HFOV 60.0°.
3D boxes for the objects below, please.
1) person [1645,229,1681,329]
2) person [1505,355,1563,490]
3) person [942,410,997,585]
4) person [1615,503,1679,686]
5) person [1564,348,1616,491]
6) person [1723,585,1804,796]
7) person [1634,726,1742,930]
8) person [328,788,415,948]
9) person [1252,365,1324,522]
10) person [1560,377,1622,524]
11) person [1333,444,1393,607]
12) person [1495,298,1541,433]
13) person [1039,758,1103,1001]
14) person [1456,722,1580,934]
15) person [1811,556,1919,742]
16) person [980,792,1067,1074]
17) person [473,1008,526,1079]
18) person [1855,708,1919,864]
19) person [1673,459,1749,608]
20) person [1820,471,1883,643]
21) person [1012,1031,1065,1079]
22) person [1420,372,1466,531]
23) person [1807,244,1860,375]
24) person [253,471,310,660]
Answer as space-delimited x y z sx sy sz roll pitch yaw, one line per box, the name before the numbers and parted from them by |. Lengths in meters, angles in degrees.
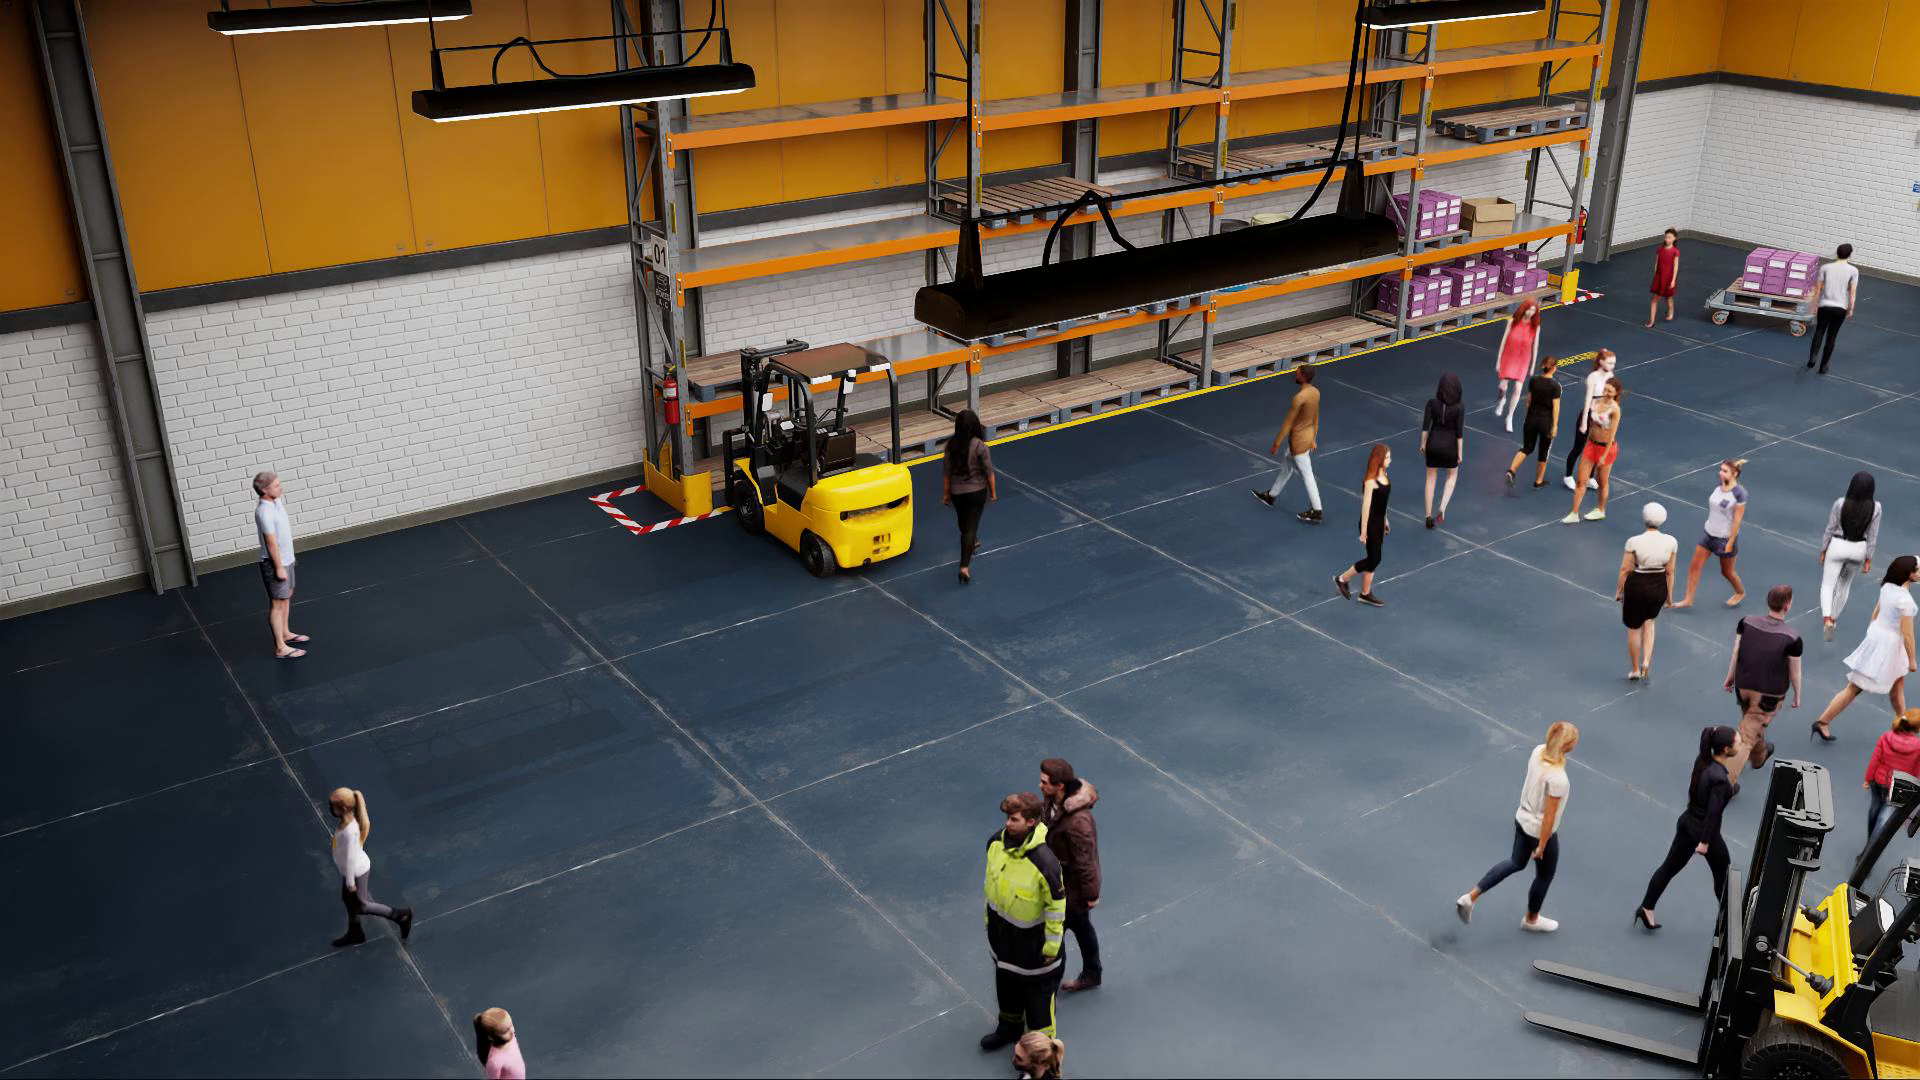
person | 11.008 -4.089 25.903 0.724 1.524 1.059 17 29 34
person | 6.751 -1.349 19.471 0.913 1.656 0.610 -17 29 -34
person | 0.040 -0.397 17.124 1.076 1.791 1.245 9 25 20
person | 6.212 0.543 15.045 0.805 1.734 0.870 4 24 9
person | 7.402 -1.426 19.551 0.655 1.734 0.698 -9 25 -19
person | 6.363 1.247 13.370 1.179 1.786 0.730 -14 27 -29
person | 5.105 2.068 11.654 1.120 1.657 0.994 1 24 2
person | -4.165 2.297 11.618 0.826 1.264 0.585 -10 25 -21
person | 3.907 -1.047 18.639 1.006 1.769 1.176 14 27 29
person | 7.176 -1.003 18.562 0.910 1.751 0.671 -7 25 -16
person | 4.061 -0.163 16.683 0.791 1.716 0.784 14 27 30
person | 7.147 -2.282 21.429 0.882 1.797 0.951 7 24 15
person | 0.823 2.255 11.031 1.004 1.812 0.932 -7 25 -16
person | 3.919 2.034 11.577 1.112 1.781 0.903 -5 24 -10
person | 7.667 0.985 14.008 1.251 1.755 1.158 3 24 7
person | 0.408 2.429 10.422 0.698 1.981 0.810 -21 31 -40
person | -2.649 3.203 9.546 0.789 1.264 0.715 3 24 6
person | 6.997 1.887 12.530 0.664 1.286 0.969 18 29 36
person | 7.636 -0.032 16.542 1.069 1.588 0.770 -8 25 -18
person | 8.468 0.190 15.894 0.947 1.700 1.119 10 26 22
person | 0.523 3.287 8.822 0.745 1.690 0.716 -3 24 -7
person | 5.292 -0.935 18.358 0.747 1.790 0.764 13 27 27
person | 12.358 -3.260 23.600 0.758 1.850 0.752 18 29 36
person | -6.452 0.210 15.689 0.705 1.829 0.713 -3 24 -8
